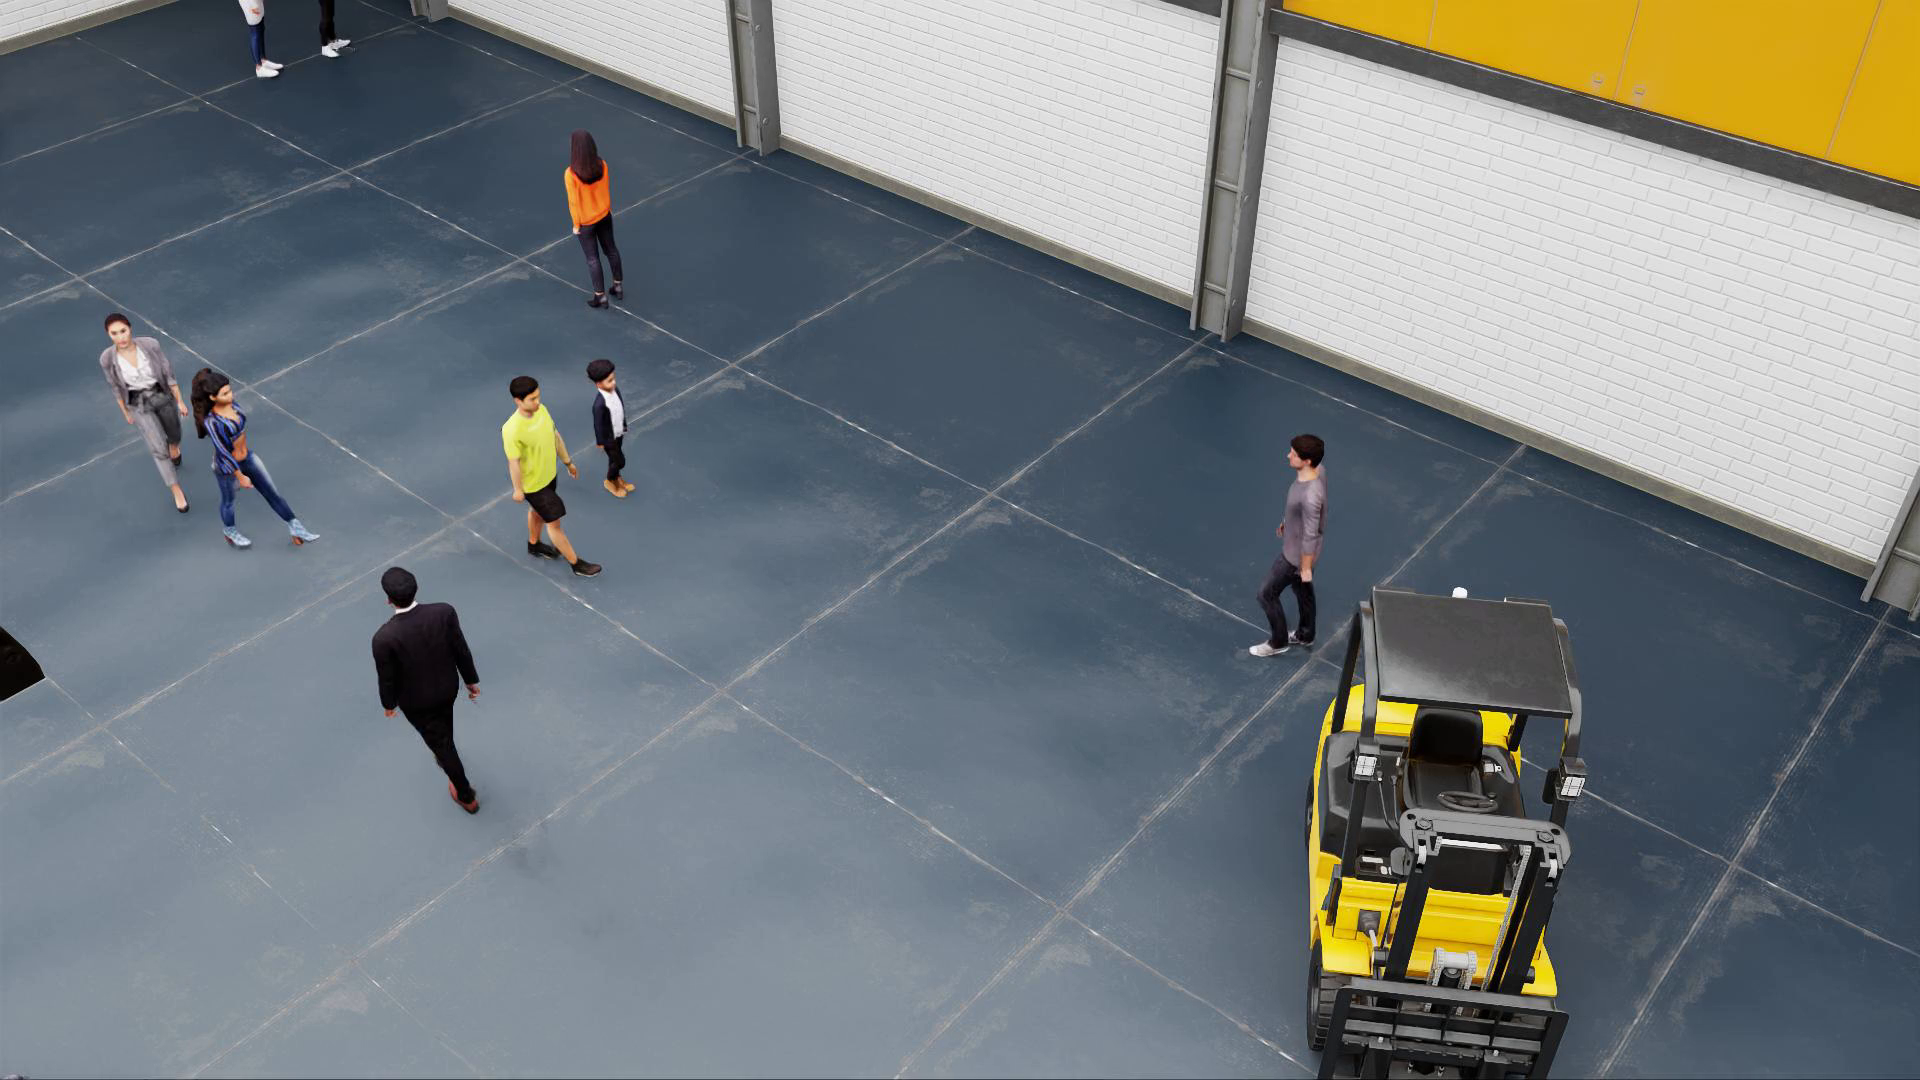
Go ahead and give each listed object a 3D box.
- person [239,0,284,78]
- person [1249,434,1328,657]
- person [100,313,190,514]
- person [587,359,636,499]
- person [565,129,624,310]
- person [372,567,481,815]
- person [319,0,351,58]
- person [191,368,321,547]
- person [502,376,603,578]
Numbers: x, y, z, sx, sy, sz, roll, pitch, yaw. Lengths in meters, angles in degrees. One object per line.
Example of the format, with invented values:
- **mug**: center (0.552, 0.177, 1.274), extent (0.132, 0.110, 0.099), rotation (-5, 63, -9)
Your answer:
- **person**: center (-8.302, -6.320, 19.466), extent (0.756, 1.771, 0.702), rotation (-2, 39, -2)
- **person**: center (2.430, 0.057, 11.430), extent (0.827, 1.835, 0.817), rotation (10, 40, 13)
- **person**: center (-6.313, -1.076, 13.000), extent (0.839, 1.646, 1.142), rotation (-22, 44, -25)
- **person**: center (-2.805, -0.886, 13.104), extent (0.577, 1.219, 0.569), rotation (12, 40, 14)
- **person**: center (-3.362, -2.949, 15.263), extent (0.531, 1.748, 0.607), rotation (27, 46, 29)
- **person**: center (-3.222, 0.982, 10.250), extent (0.782, 1.861, 1.000), rotation (-31, 48, -33)
- **person**: center (-7.674, -6.745, 20.018), extent (0.814, 1.745, 0.730), rotation (-13, 40, -16)
- **person**: center (-5.474, -0.555, 12.401), extent (1.098, 1.579, 0.913), rotation (8, 39, 9)
- **person**: center (-3.183, -0.499, 12.248), extent (1.056, 1.681, 0.859), rotation (10, 40, 13)
